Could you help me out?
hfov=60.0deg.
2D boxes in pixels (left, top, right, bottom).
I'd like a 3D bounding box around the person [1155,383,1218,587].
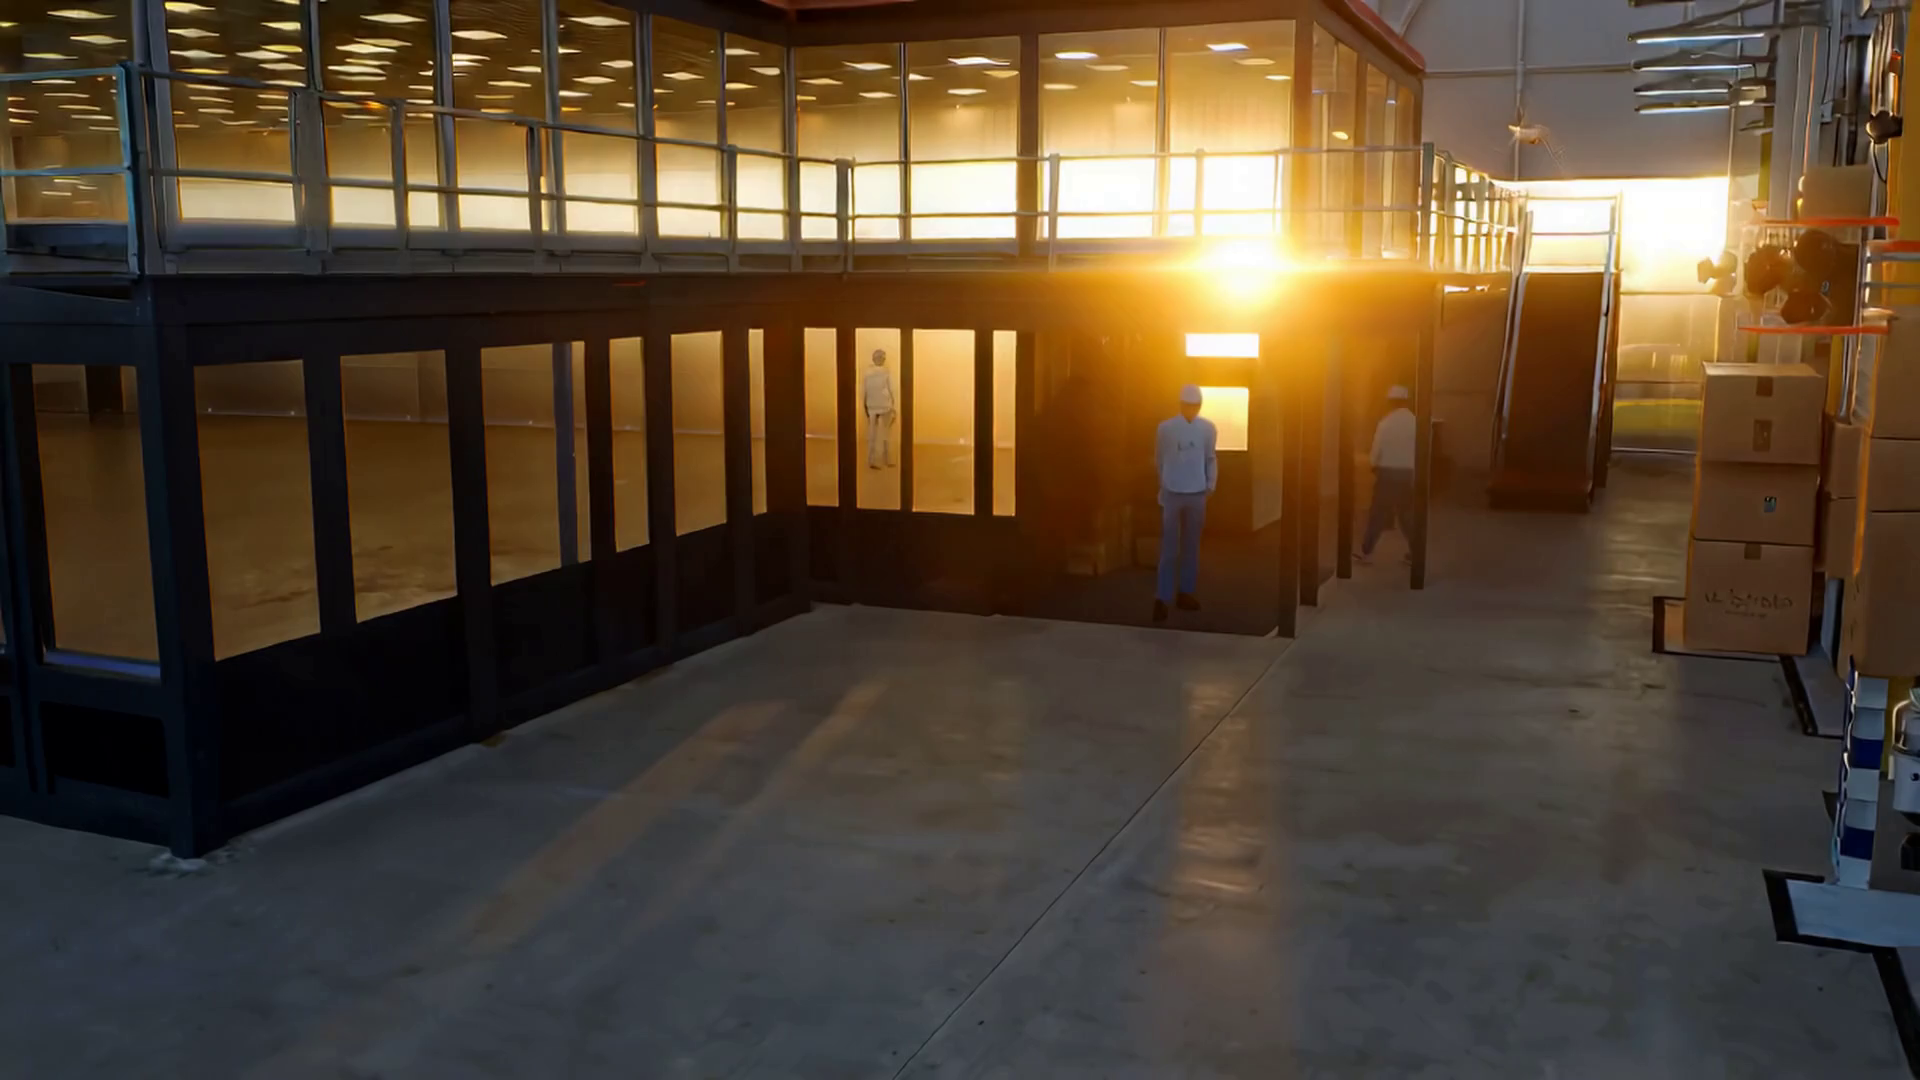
[{"bbox_3d":[2.189,-0.524,16.070,0.614,1.987,0.399,0,9,-1],"label":"person"}]
